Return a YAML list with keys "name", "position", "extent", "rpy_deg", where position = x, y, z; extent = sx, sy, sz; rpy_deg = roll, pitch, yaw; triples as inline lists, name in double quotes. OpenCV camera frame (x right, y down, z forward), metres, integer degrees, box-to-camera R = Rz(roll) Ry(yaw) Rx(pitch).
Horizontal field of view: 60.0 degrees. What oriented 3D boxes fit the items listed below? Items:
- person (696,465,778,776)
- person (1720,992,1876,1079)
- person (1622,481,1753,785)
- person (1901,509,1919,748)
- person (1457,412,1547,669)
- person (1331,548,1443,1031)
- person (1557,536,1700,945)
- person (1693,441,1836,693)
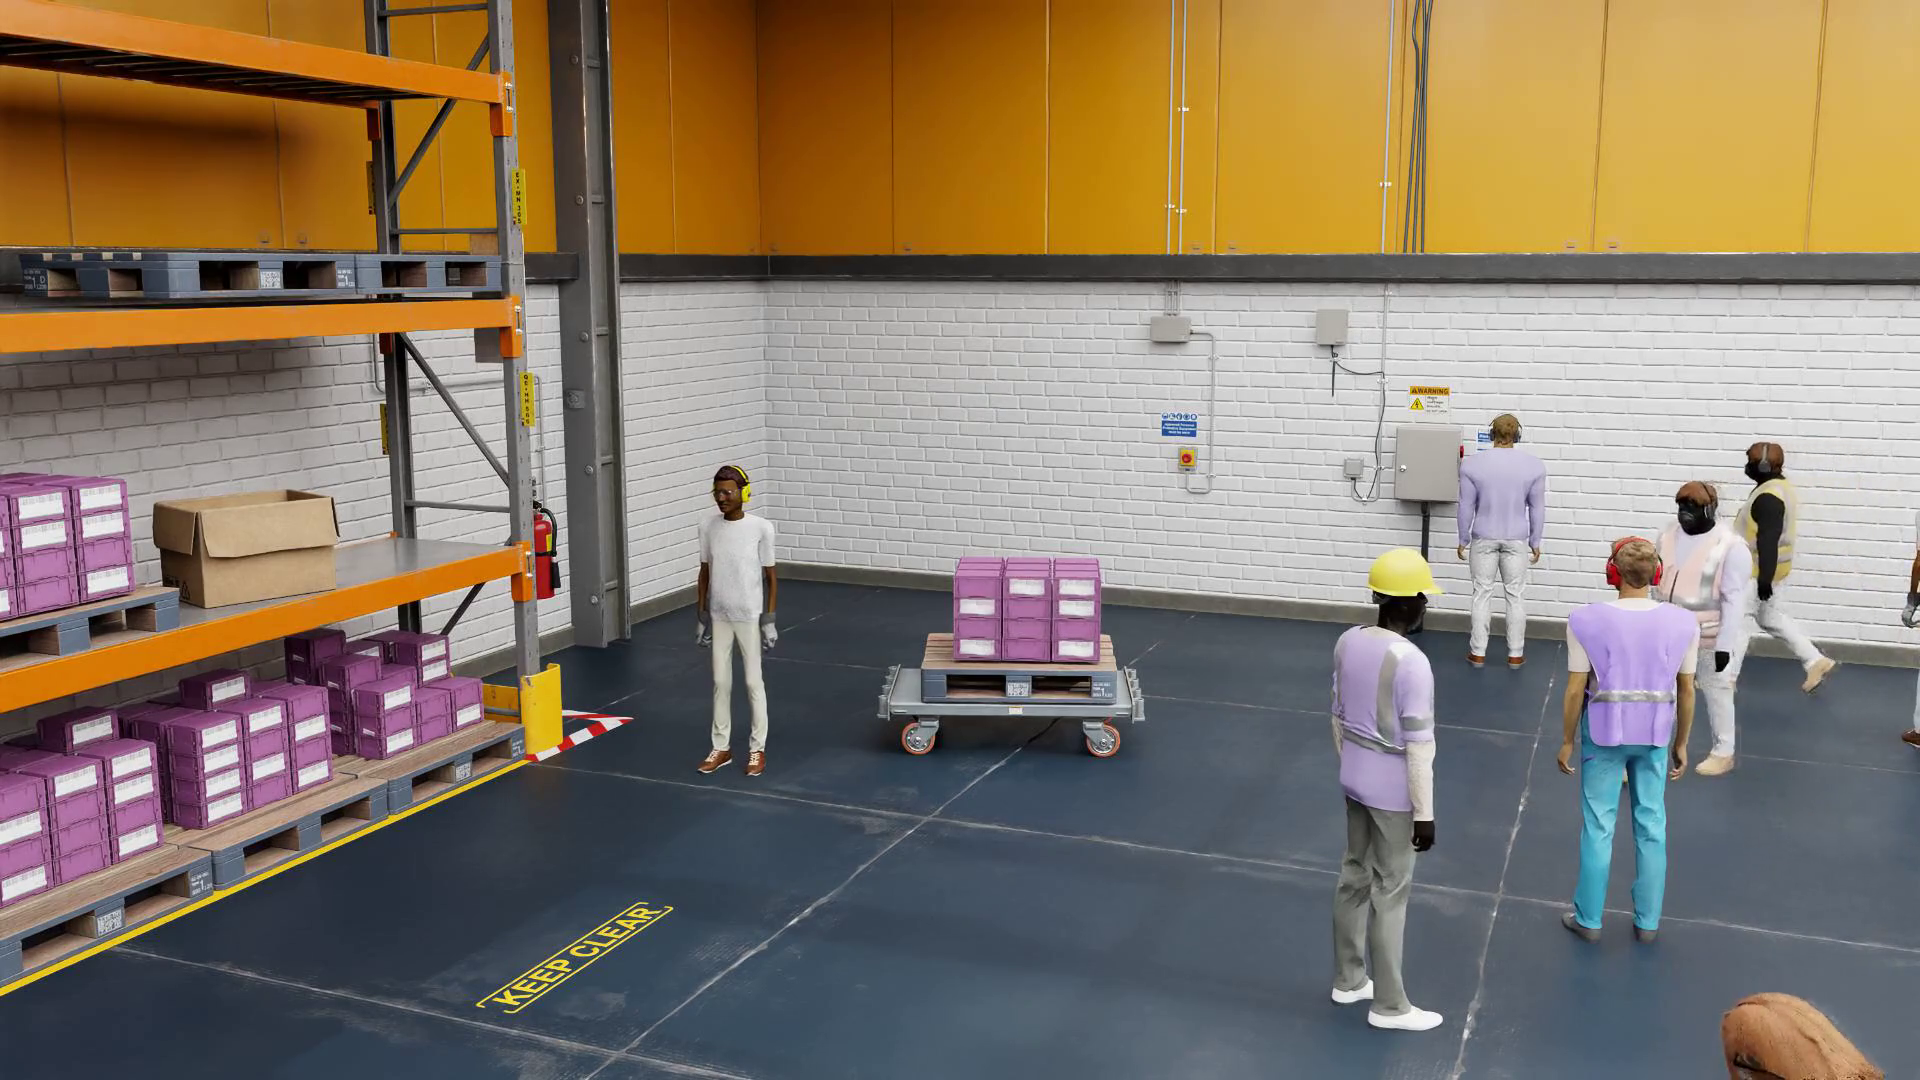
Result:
- name: "person"
  position: [-1.334, 0.477, 9.911]
  extent: [0.516, 1.871, 0.325]
  rpy_deg: [3, 10, 15]
- name: "person"
  position: [1.740, 1.694, 3.351]
  extent: [0.583, 1.596, 0.301]
  rpy_deg: [4, 10, 25]
- name: "person"
  position: [4.278, 0.547, 9.731]
  extent: [0.954, 1.793, 0.646]
  rpy_deg: [-6, 11, -32]
- name: "person"
  position: [6.201, 0.392, 10.420]
  extent: [0.533, 1.872, 0.315]
  rpy_deg: [2, 10, 14]
- name: "person"
  position: [4.066, 0.008, 12.542]
  extent: [0.630, 1.938, 0.366]
  rpy_deg: [3, 10, 15]
- name: "person"
  position: [1.710, 0.985, 6.653]
  extent: [0.372, 1.928, 0.584]
  rpy_deg: [-3, 10, -19]
- name: "person"
  position: [2.966, 0.903, 7.408]
  extent: [0.568, 1.843, 0.386]
  rpy_deg: [1, 9, 5]
- name: "person"
  position: [5.725, 0.210, 11.717]
  extent: [0.833, 1.818, 0.634]
  rpy_deg: [6, 11, 30]
